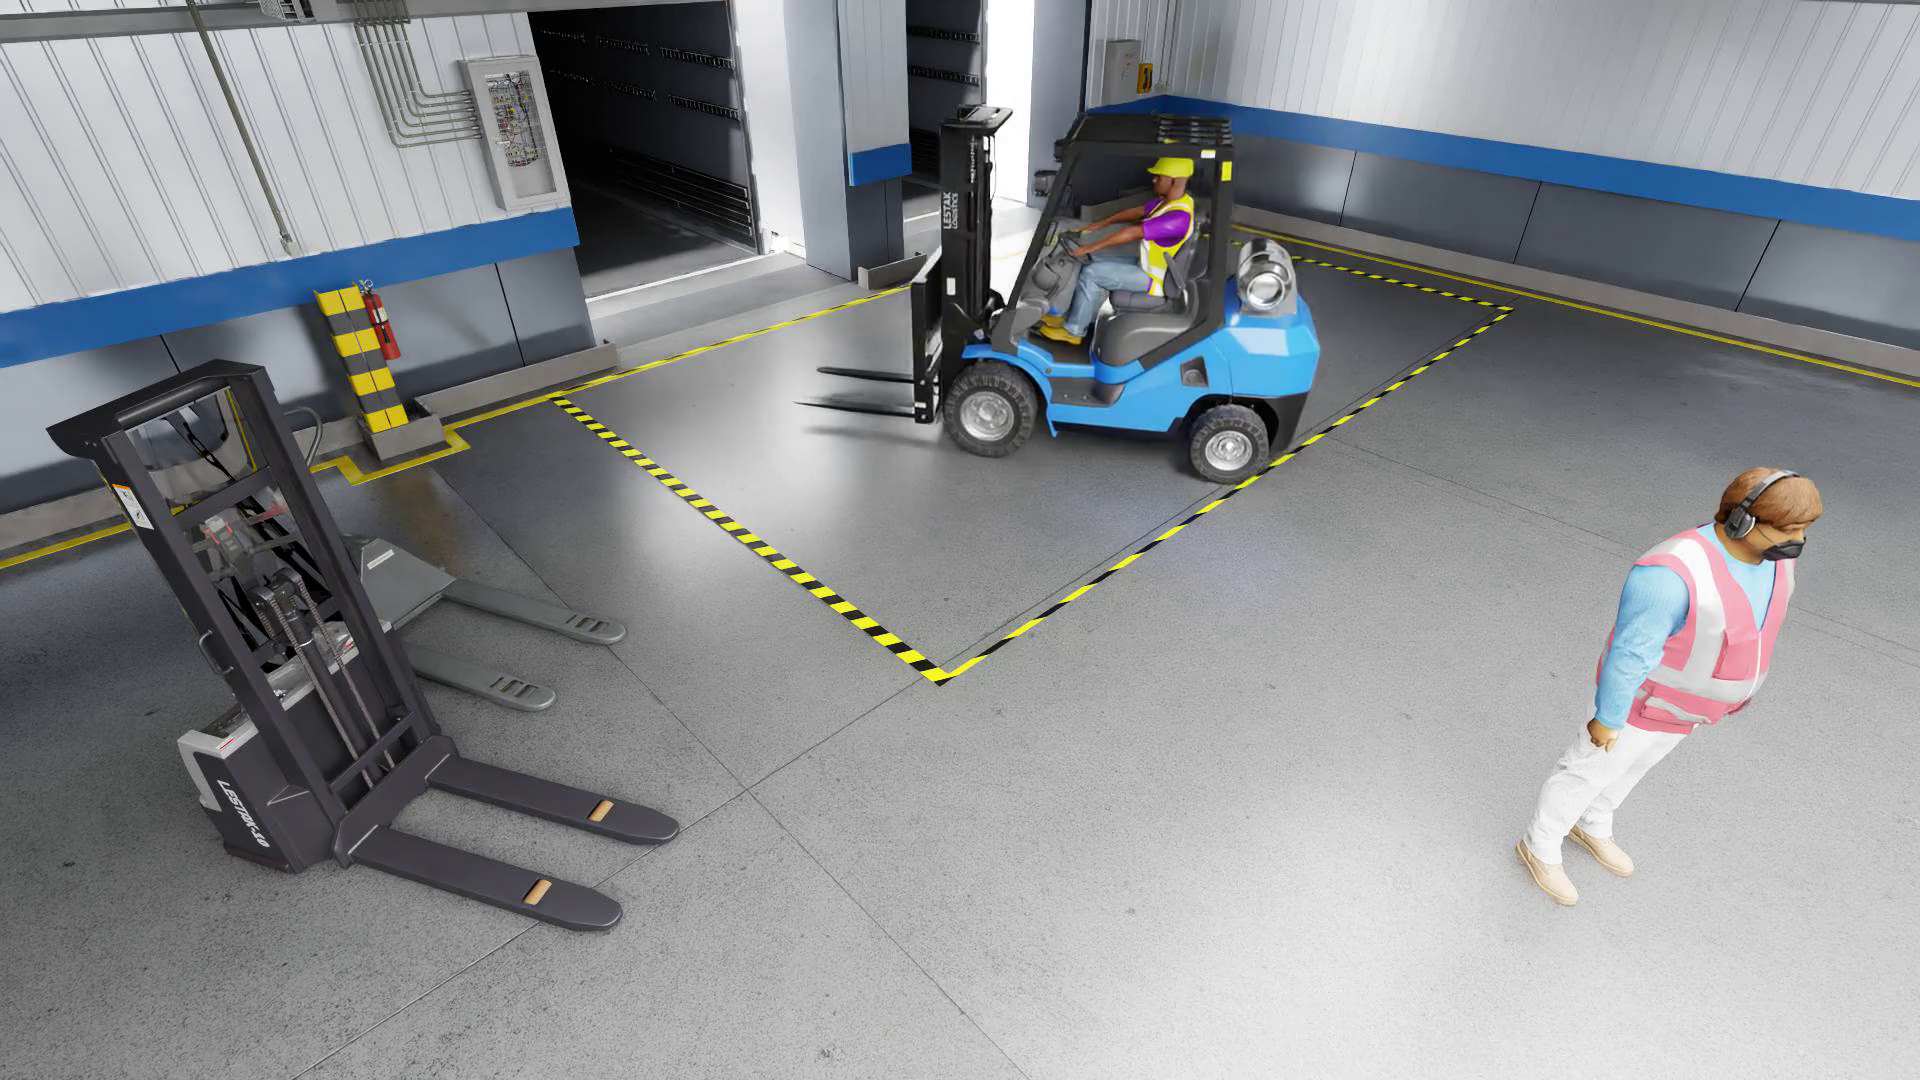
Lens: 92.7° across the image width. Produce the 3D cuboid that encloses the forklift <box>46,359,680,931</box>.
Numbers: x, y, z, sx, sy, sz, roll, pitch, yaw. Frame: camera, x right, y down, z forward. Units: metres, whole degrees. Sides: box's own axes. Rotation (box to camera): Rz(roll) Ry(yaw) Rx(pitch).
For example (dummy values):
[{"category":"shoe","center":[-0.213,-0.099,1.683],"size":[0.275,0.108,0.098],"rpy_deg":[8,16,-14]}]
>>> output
[{"category":"forklift","center":[-2.135,0.422,3.354],"size":[1.885,1.965,0.823],"rpy_deg":[10,35,14]}]

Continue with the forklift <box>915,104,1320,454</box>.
[{"category":"forklift","center":[1.101,-1.806,6.314],"size":[2.680,2.036,1.157],"rpy_deg":[7,35,10]}]

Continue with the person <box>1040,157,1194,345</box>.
[{"category":"person","center":[1.044,-1.972,6.225],"size":[1.004,1.294,0.635],"rpy_deg":[7,35,10]}]

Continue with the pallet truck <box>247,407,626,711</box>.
[{"category":"pallet truck","center":[-2.628,0.038,4.590],"size":[1.601,1.201,0.680],"rpy_deg":[12,36,18]}]

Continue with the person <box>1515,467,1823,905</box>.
[{"category":"person","center":[2.512,0.563,3.283],"size":[0.626,1.844,0.429],"rpy_deg":[-13,36,-19]}]
